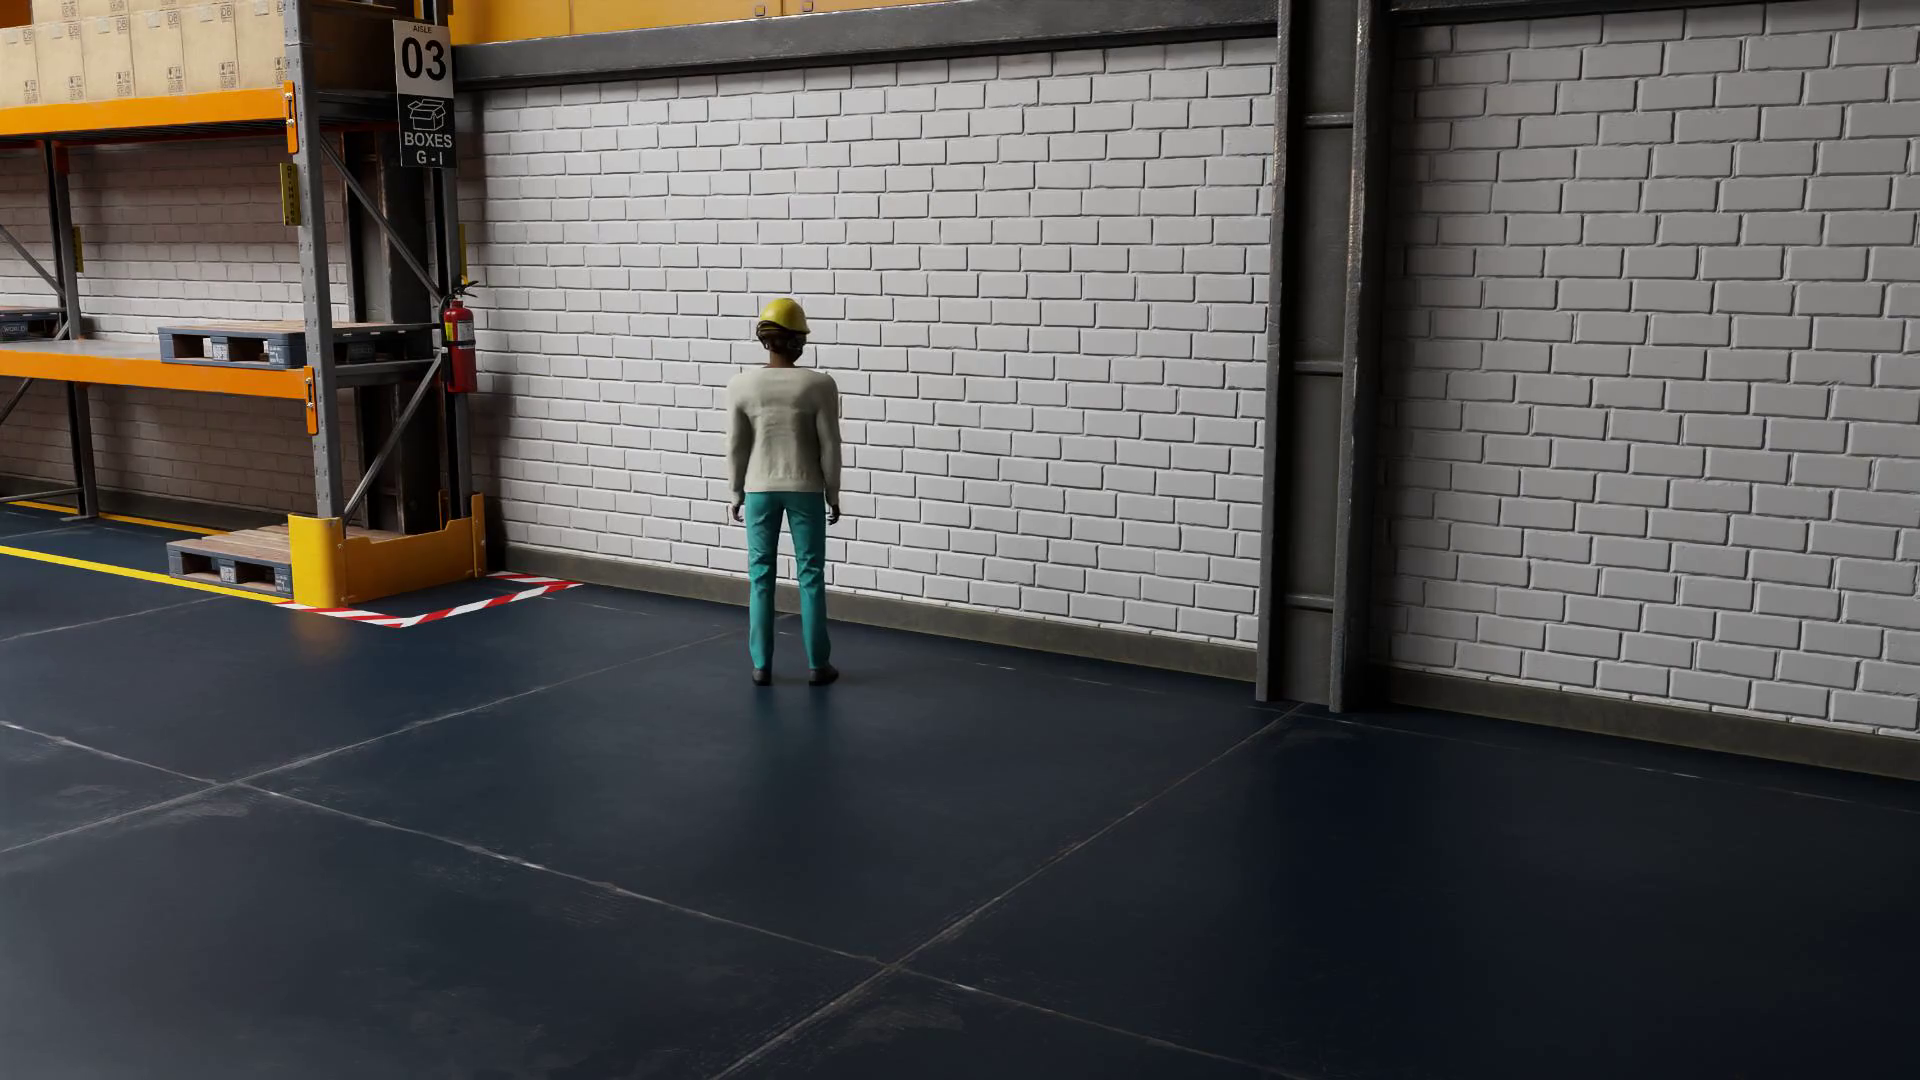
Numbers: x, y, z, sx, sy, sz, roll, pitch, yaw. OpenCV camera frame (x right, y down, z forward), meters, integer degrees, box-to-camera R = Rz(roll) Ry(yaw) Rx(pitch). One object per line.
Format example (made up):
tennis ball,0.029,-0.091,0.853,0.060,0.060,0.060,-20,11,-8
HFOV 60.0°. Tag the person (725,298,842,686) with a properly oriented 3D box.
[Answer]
person,-0.796,-0.210,7.564,0.527,1.765,0.329,1,10,4
